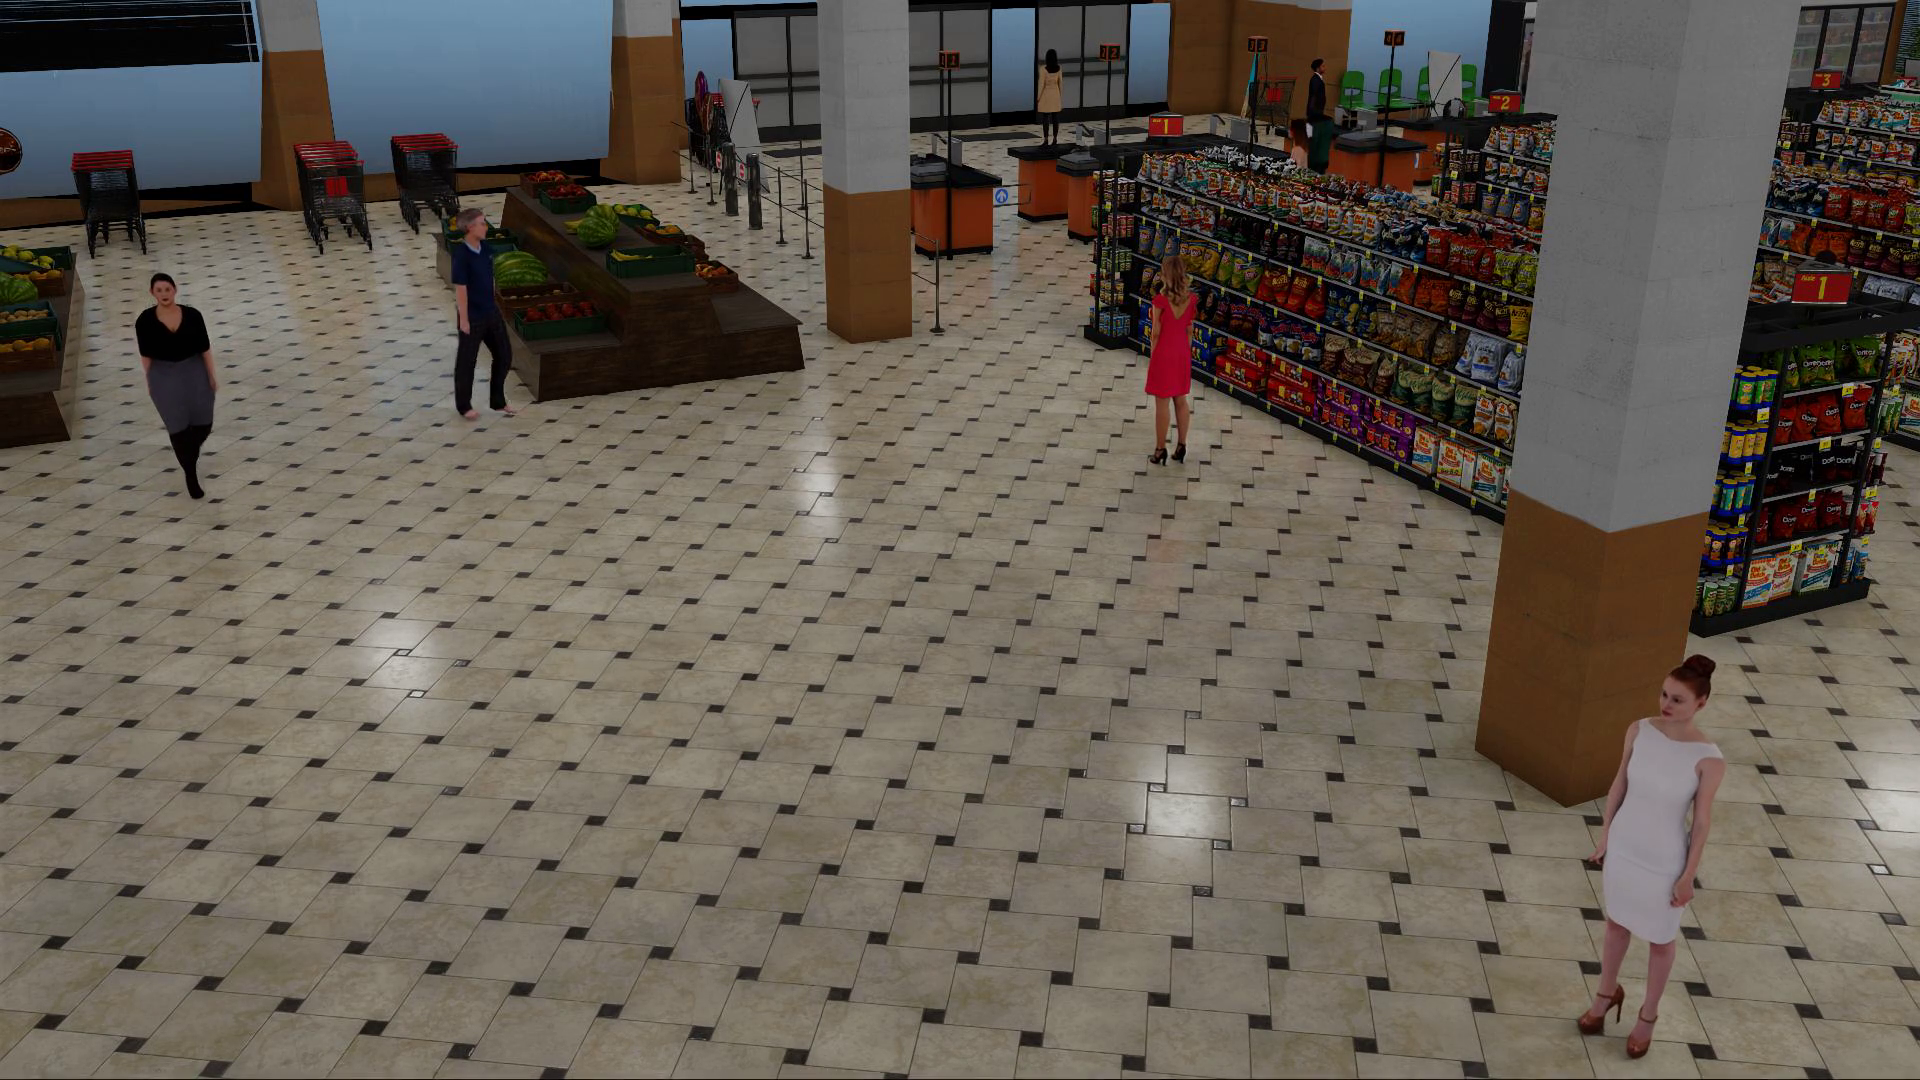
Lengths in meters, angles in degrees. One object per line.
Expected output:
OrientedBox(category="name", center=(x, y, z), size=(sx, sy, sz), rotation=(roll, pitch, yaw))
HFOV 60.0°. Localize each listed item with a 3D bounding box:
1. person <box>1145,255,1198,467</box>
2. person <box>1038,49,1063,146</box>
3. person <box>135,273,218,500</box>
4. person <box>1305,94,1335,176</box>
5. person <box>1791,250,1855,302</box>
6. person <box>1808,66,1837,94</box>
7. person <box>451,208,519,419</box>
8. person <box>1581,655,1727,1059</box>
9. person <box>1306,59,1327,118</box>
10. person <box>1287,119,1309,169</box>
OrientedBox(category="person", center=(1.729, -1.460, 13.562), size=(0.572, 1.721, 0.530), rotation=(-11, 24, -25))
OrientedBox(category="person", center=(1.600, -7.843, 29.501), size=(0.628, 1.681, 0.503), rotation=(-10, 24, -23))
OrientedBox(category="person", center=(-6.070, -1.222, 12.950), size=(0.721, 1.735, 1.076), rotation=(-13, 25, -29))
OrientedBox(category="person", center=(4.775, -5.060, 22.363), size=(0.737, 1.839, 0.688), rotation=(-16, 27, -35))
OrientedBox(category="person", center=(6.787, -1.425, 13.344), size=(0.743, 1.819, 0.769), rotation=(5, 22, 12))
OrientedBox(category="person", center=(13.960, -6.833, 27.086), size=(1.054, 1.607, 1.166), rotation=(6, 23, 14))
OrientedBox(category="person", center=(-4.343, -2.001, 14.740), size=(0.979, 1.847, 0.924), rotation=(11, 25, 26))
OrientedBox(category="person", center=(2.777, 1.276, 6.659), size=(0.675, 1.791, 0.492), rotation=(-16, 27, -34))
OrientedBox(category="person", center=(5.870, -7.088, 27.560), size=(0.770, 1.727, 0.660), rotation=(3, 22, 7))
OrientedBox(category="person", center=(4.209, -4.230, 20.421), size=(1.072, 1.747, 1.170), rotation=(3, 22, 7))
